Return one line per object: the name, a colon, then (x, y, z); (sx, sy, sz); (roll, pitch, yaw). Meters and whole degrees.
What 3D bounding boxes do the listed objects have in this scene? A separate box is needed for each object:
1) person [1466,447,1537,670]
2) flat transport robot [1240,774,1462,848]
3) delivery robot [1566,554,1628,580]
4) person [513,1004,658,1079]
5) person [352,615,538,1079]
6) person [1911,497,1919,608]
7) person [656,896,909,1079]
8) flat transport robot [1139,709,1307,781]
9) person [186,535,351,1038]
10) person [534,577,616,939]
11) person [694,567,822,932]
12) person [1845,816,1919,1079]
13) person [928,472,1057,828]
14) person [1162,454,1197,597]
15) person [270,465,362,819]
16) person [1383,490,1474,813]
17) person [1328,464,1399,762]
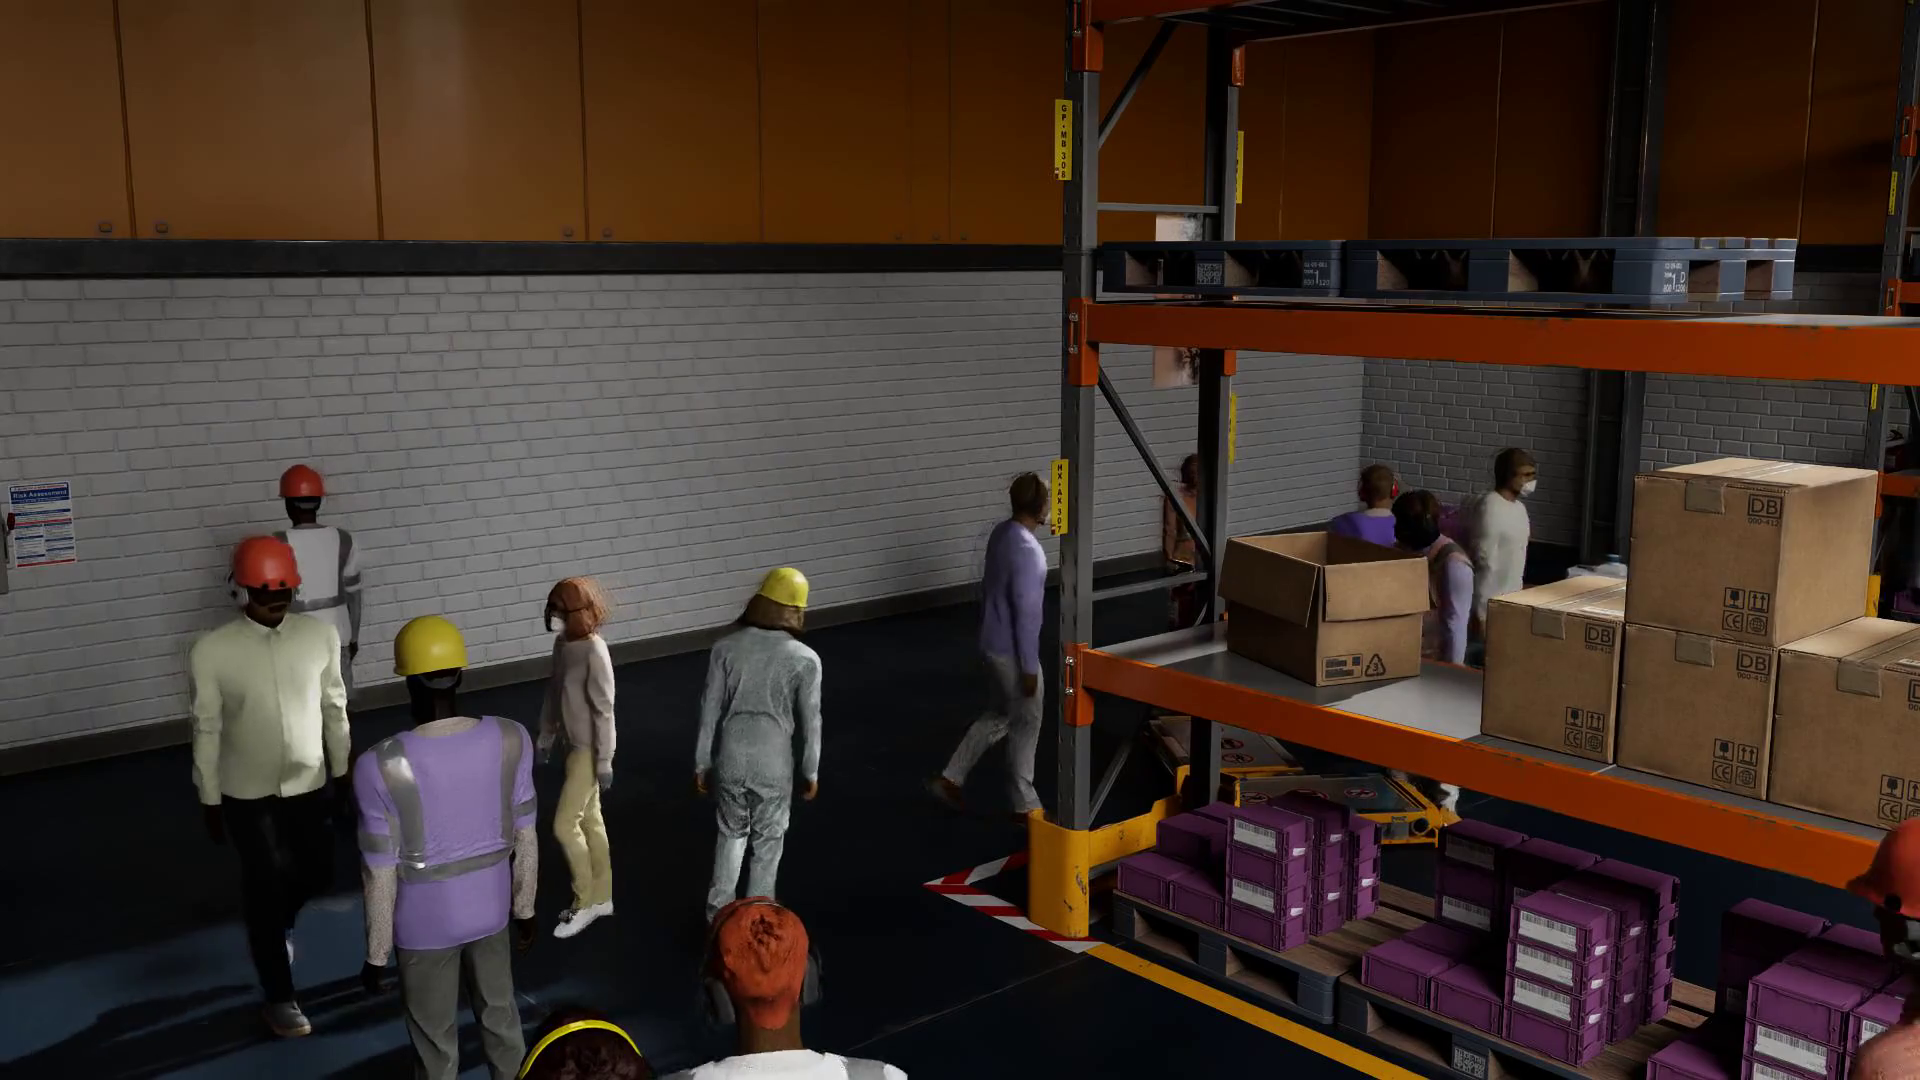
person: (3.170, 0.394, 9.902); (0.497, 1.924, 0.641); (7, 12, 36)
flat transport robot: (1.887, 1.424, 8.713); (1.431, 0.197, 0.652); (-1, 10, -6)
delivery robot: (5.422, 0.363, 13.824); (0.707, 0.478, 0.477); (9, 13, 44)
person: (-0.585, 1.654, 2.695); (0.517, 1.873, 0.334); (-6, 11, -31)
person: (-1.621, 1.187, 5.267); (0.594, 1.922, 0.385); (-9, 13, -43)
person: (6.565, 0.293, 10.780); (0.660, 1.824, 0.684); (-7, 12, -34)
person: (-0.351, 1.591, 3.199); (0.598, 1.832, 0.993); (-1, 10, -7)
flat transport robot: (1.512, 1.256, 9.699); (0.652, 0.197, 1.431); (-1, 10, -6)
person: (-2.758, 0.936, 6.625); (0.615, 1.976, 0.650); (-9, 13, -43)
person: (-1.755, 0.964, 7.476); (0.405, 1.625, 0.557); (-5, 11, -28)
person: (-0.851, 0.975, 7.164); (0.519, 1.694, 0.519); (1, 10, 8)
person: (1.847, 1.488, 3.395); (0.658, 1.955, 0.931); (-5, 11, -26)
person: (0.209, 0.586, 8.831); (0.667, 1.915, 0.653); (-1, 10, -7)
person: (1.706, 0.199, 11.926); (0.550, 1.614, 0.635); (-3, 10, -19)
person: (-3.583, 0.535, 9.148); (0.568, 1.897, 0.913); (-8, 12, -39)
person: (2.412, 0.644, 8.778); (0.528, 1.821, 0.638); (-4, 10, -20)
person: (2.443, 0.462, 9.846); (0.573, 1.816, 0.533); (2, 10, 10)
